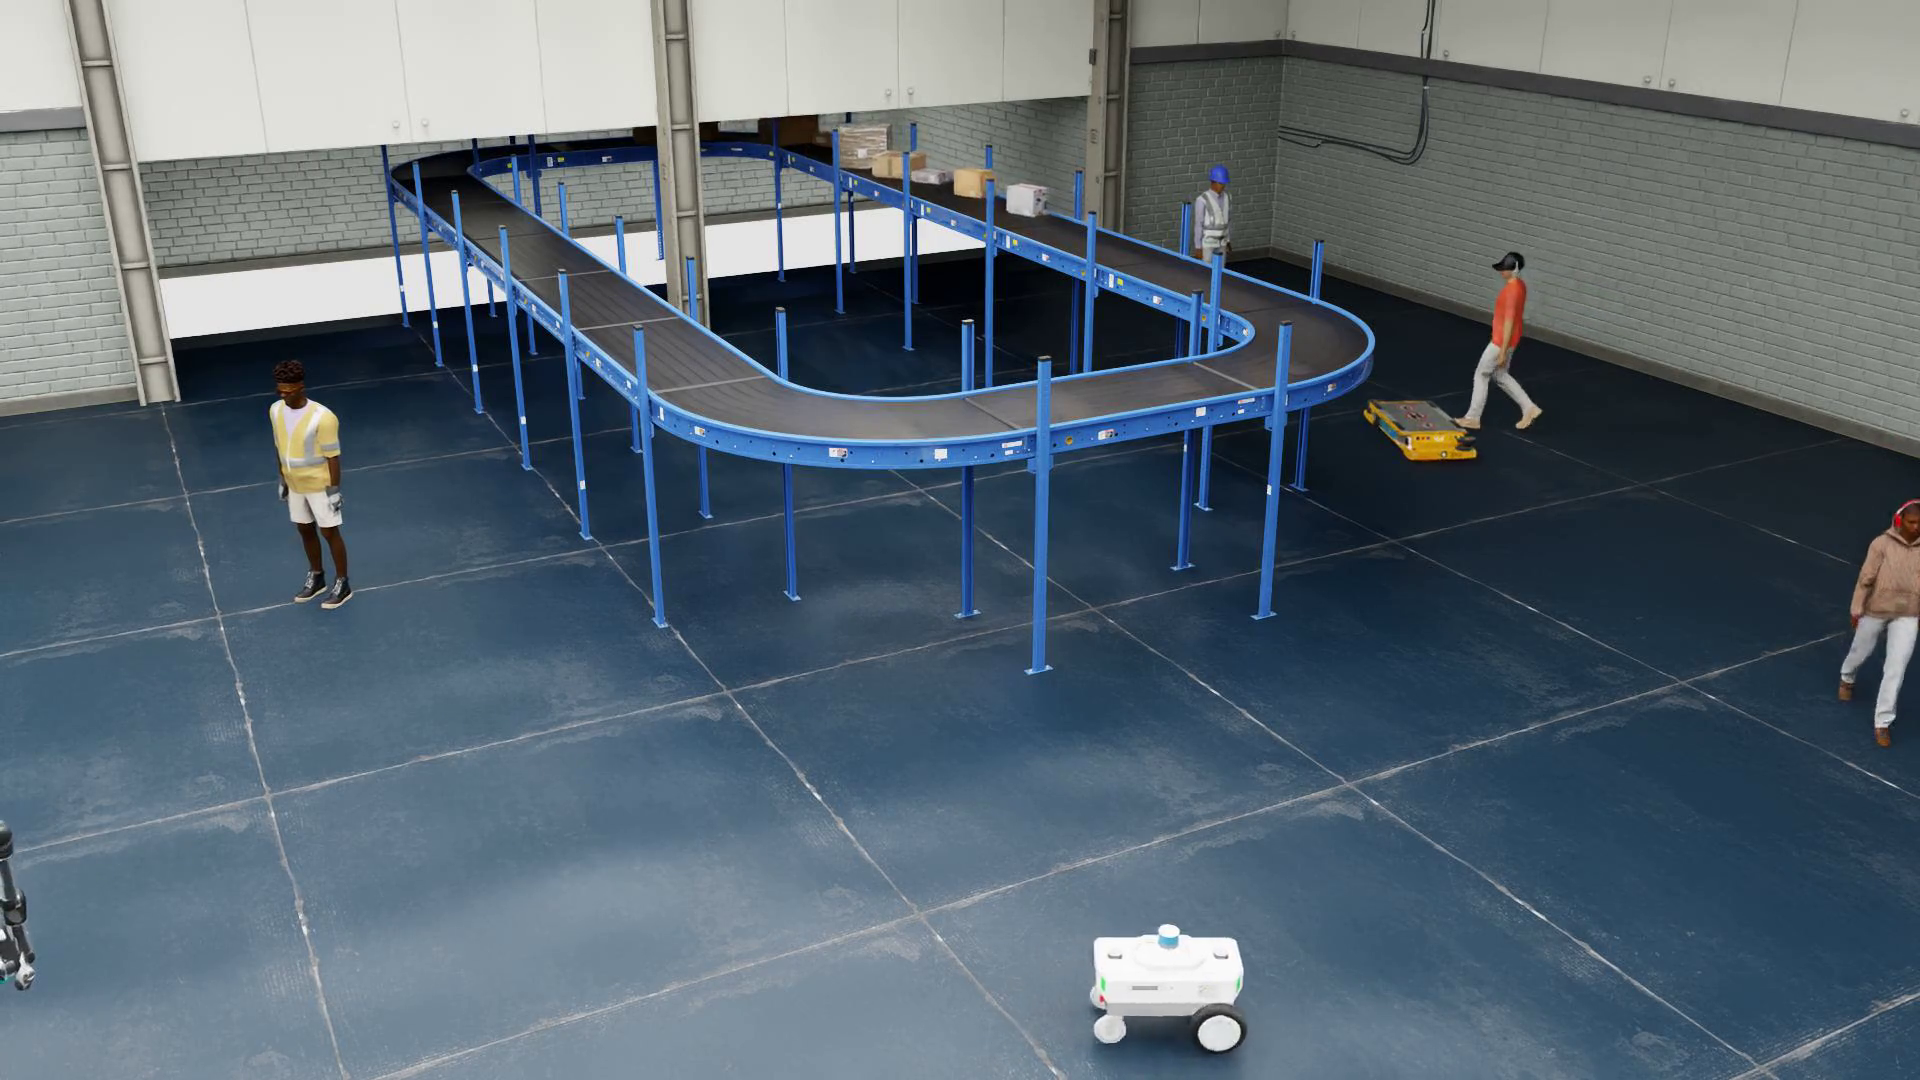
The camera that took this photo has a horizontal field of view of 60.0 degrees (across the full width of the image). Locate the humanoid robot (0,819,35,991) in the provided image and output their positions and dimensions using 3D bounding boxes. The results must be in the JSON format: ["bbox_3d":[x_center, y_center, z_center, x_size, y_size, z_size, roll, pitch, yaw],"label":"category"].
[{"bbox_3d":[-4.537,1.840,7.433,1.003,1.776,0.531,17,28,36],"label":"humanoid robot"}]

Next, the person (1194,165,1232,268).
[{"bbox_3d":[3.181,-3.732,20.883,0.617,1.937,0.414,-17,28,-36],"label":"person"}]

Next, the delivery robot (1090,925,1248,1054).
[{"bbox_3d":[1.027,2.167,8.149,0.807,0.603,0.499,0,22,0],"label":"delivery robot"}]

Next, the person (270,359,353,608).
[{"bbox_3d":[-4.967,-0.437,12.709,0.601,1.958,0.376,10,24,22],"label":"person"}]

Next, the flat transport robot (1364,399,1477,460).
[{"bbox_3d":[4.584,-1.114,16.628,0.659,0.231,1.431,-2,22,-5],"label":"flat transport robot"}]

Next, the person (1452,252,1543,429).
[{"bbox_3d":[5.445,-1.974,16.626,0.821,1.867,0.504,11,25,25],"label":"person"}]

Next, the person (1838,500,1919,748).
[{"bbox_3d":[6.096,0.461,10.922,0.478,1.614,0.803,7,23,17],"label":"person"}]
